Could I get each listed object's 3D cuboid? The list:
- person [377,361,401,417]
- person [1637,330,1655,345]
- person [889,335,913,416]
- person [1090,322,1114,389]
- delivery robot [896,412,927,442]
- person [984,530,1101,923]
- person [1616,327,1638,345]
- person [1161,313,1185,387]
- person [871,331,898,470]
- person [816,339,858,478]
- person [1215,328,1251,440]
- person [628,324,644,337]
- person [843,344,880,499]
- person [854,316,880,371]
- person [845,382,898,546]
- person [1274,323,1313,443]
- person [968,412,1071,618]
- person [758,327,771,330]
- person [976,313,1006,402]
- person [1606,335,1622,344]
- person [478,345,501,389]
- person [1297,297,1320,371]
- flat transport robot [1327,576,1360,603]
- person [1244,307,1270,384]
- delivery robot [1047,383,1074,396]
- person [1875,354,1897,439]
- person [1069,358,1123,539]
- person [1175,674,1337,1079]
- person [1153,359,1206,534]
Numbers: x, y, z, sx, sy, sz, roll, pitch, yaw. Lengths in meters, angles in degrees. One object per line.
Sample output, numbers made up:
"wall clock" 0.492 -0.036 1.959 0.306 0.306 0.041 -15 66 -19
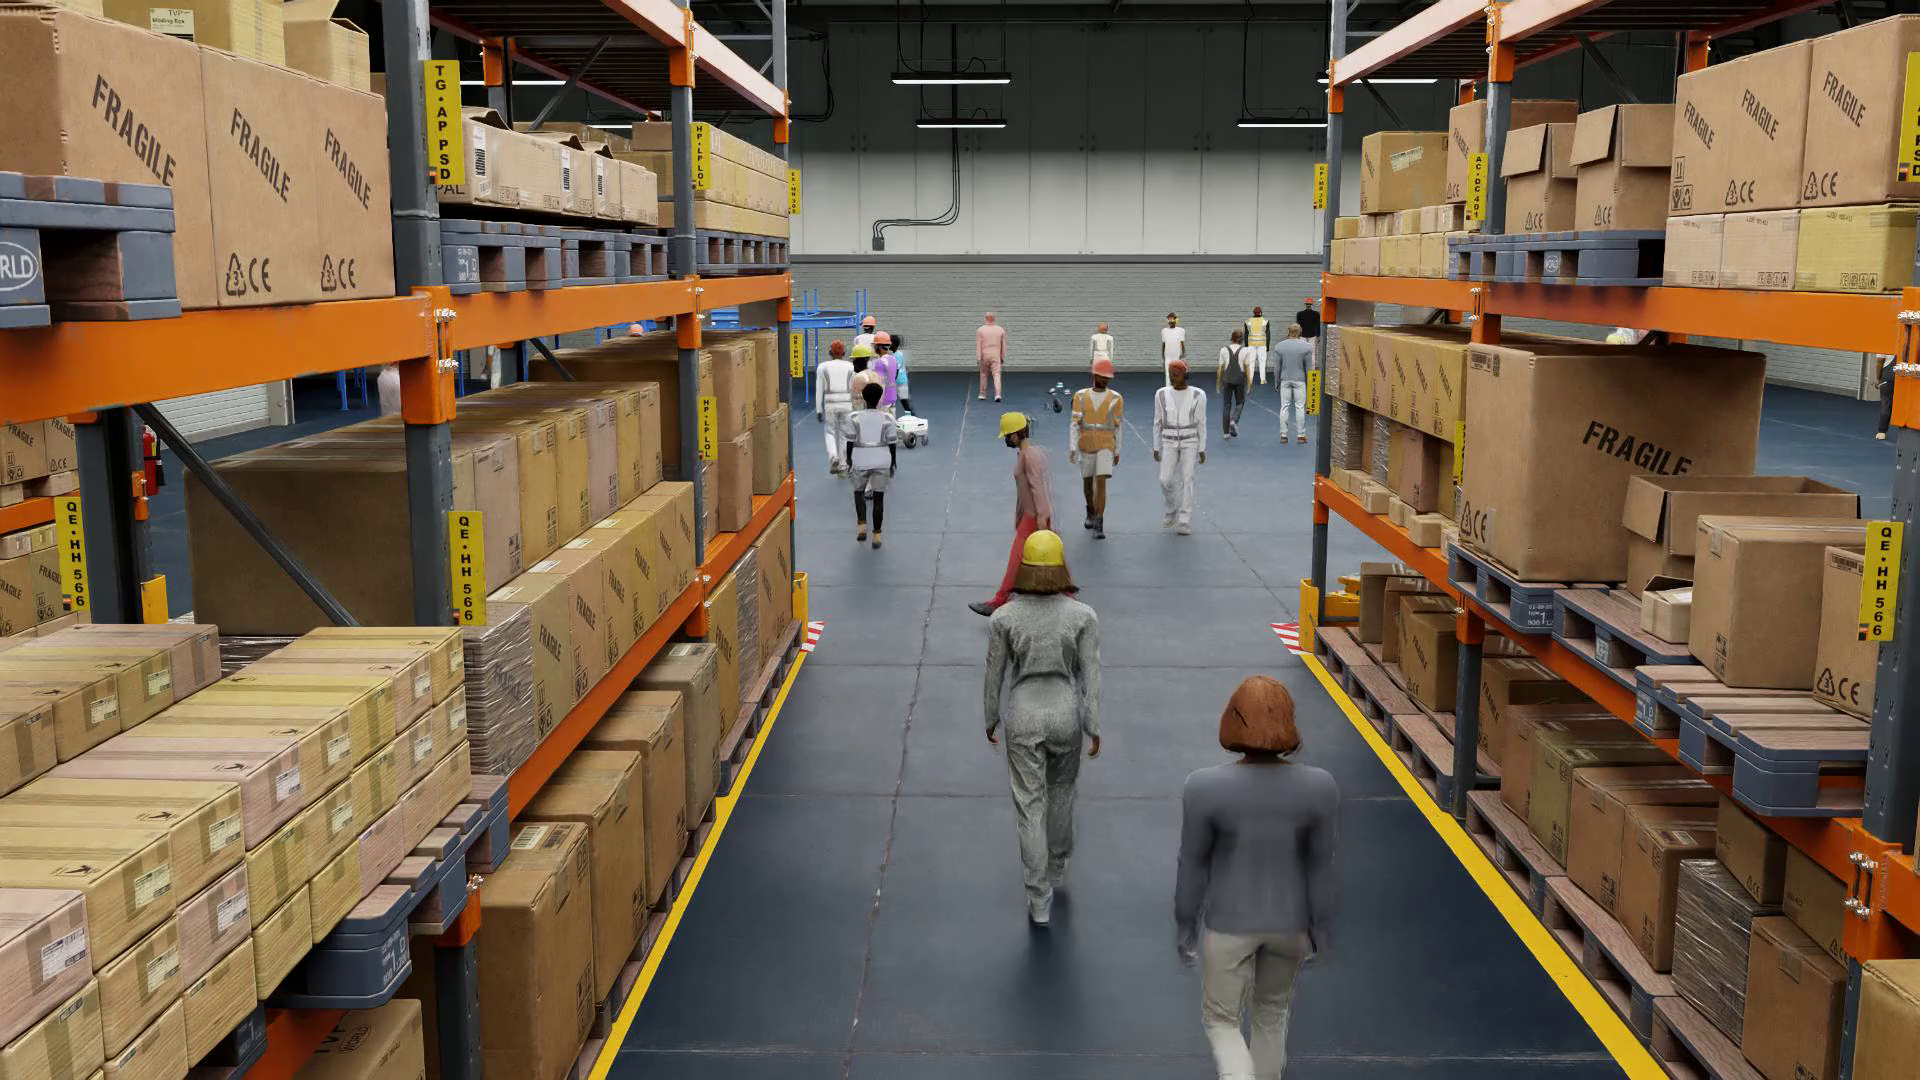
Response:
"person" -6.689 -1.365 19.956 0.471 1.890 0.683 -7 12 -37
"person" 15.247 -4.082 36.745 0.544 1.707 0.910 0 9 0
"person" -1.170 -2.683 28.562 0.843 1.657 0.553 -3 10 -19
"person" 3.048 -3.881 35.832 0.519 1.622 0.629 1 10 7
"delivery robot" -0.826 -1.796 26.393 0.477 0.478 0.707 6 11 33
"person" 0.361 0.795 7.538 0.512 1.706 0.821 0 9 -2
"person" 14.665 -4.067 36.451 0.616 1.784 0.831 -4 10 -22
"person" 4.507 -3.873 35.110 0.509 1.858 0.608 3 10 20
"person" -1.078 -1.950 23.332 0.365 1.939 0.542 3 10 20
"person" -1.650 -1.769 22.476 0.584 1.871 0.494 -2 10 -9
"person" 4.476 -2.552 27.275 0.608 1.825 0.474 3 10 17
"person" -5.043 -2.382 25.896 0.615 1.958 0.982 -3 10 -17
"person" -1.199 -1.448 20.403 0.426 1.907 0.607 3 10 20
"person" -1.641 -3.091 30.172 0.552 1.934 0.375 4 10 23
"person" -0.907 -0.778 17.083 0.553 1.675 0.405 -1 9 -3
"person" 5.380 -2.537 26.867 0.628 1.933 0.378 4 10 23
"person" 0.518 -0.180 13.440 0.899 1.695 0.573 0 9 1
"person" -3.479 -3.000 29.695 0.545 1.916 0.840 -5 11 -27
"person" 0.657 -3.848 34.971 0.662 1.860 0.998 -2 10 -13
"person" 10.383 -2.394 26.528 0.484 1.746 0.553 9 13 42
"person" -8.346 -2.983 29.750 0.395 1.865 0.541 1 10 6
"person" 9.092 -5.336 43.441 0.626 1.992 0.387 3 10 15
"flat transport robot" 3.903 0.396 14.388 1.431 0.197 0.652 -7 12 -36
"person" 7.146 -4.677 39.977 0.620 1.838 0.429 3 10 16
"delivery robot" 1.967 -2.969 32.640 0.335 0.223 0.698 -5 11 -30
"person" 15.439 -2.658 27.394 0.672 2.000 0.536 4 10 23
"person" 1.474 -1.006 17.938 0.568 1.905 0.961 2 10 11
"person" 0.939 1.234 5.214 0.499 1.619 0.617 -1 10 -4
"person" 2.361 -1.007 17.885 0.589 1.873 0.399 3 10 16
